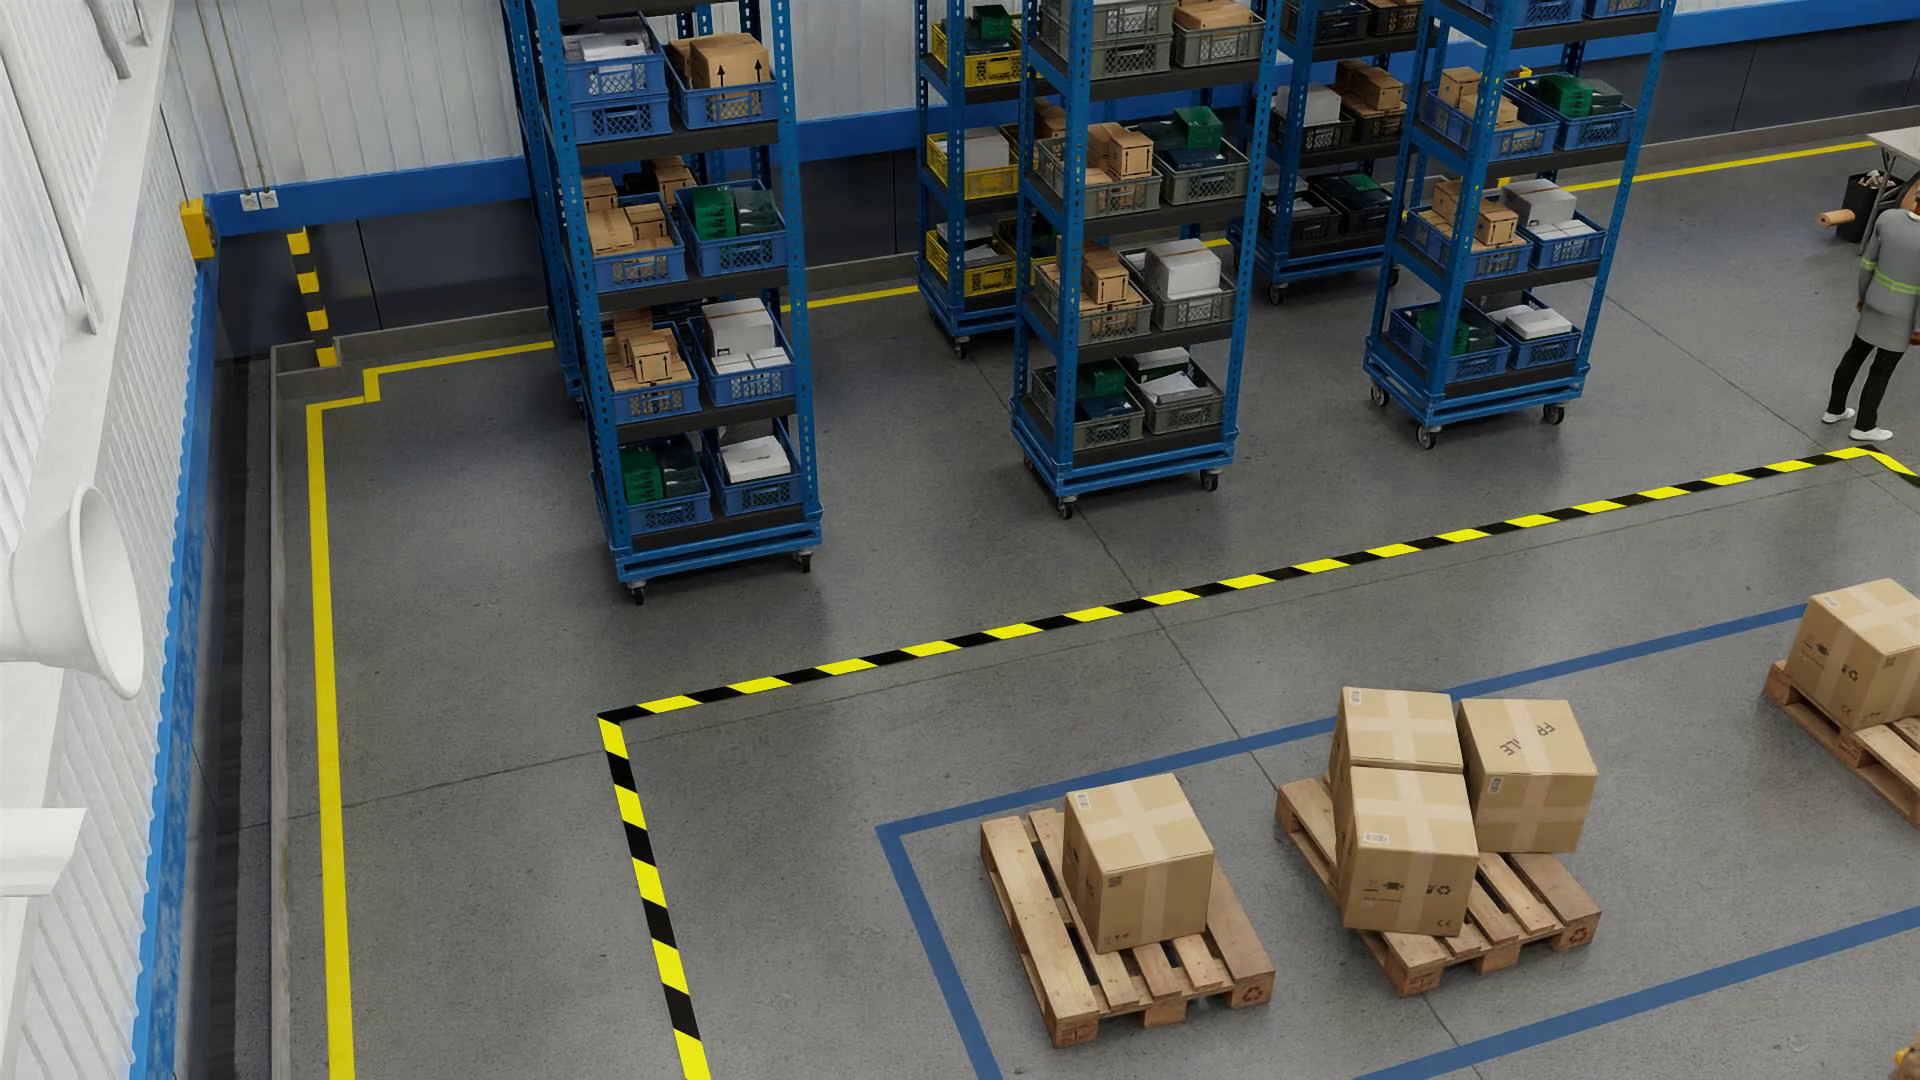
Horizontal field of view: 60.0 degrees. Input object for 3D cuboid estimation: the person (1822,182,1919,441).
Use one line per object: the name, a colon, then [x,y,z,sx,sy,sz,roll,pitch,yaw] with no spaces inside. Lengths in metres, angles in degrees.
person: [6.084,-1.514,10.828,0.371,1.853,0.588,-12,37,-16]

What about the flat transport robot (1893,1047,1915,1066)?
flat transport robot: [4.490,2.465,6.537,0.652,0.197,1.431,-11,37,-15]
